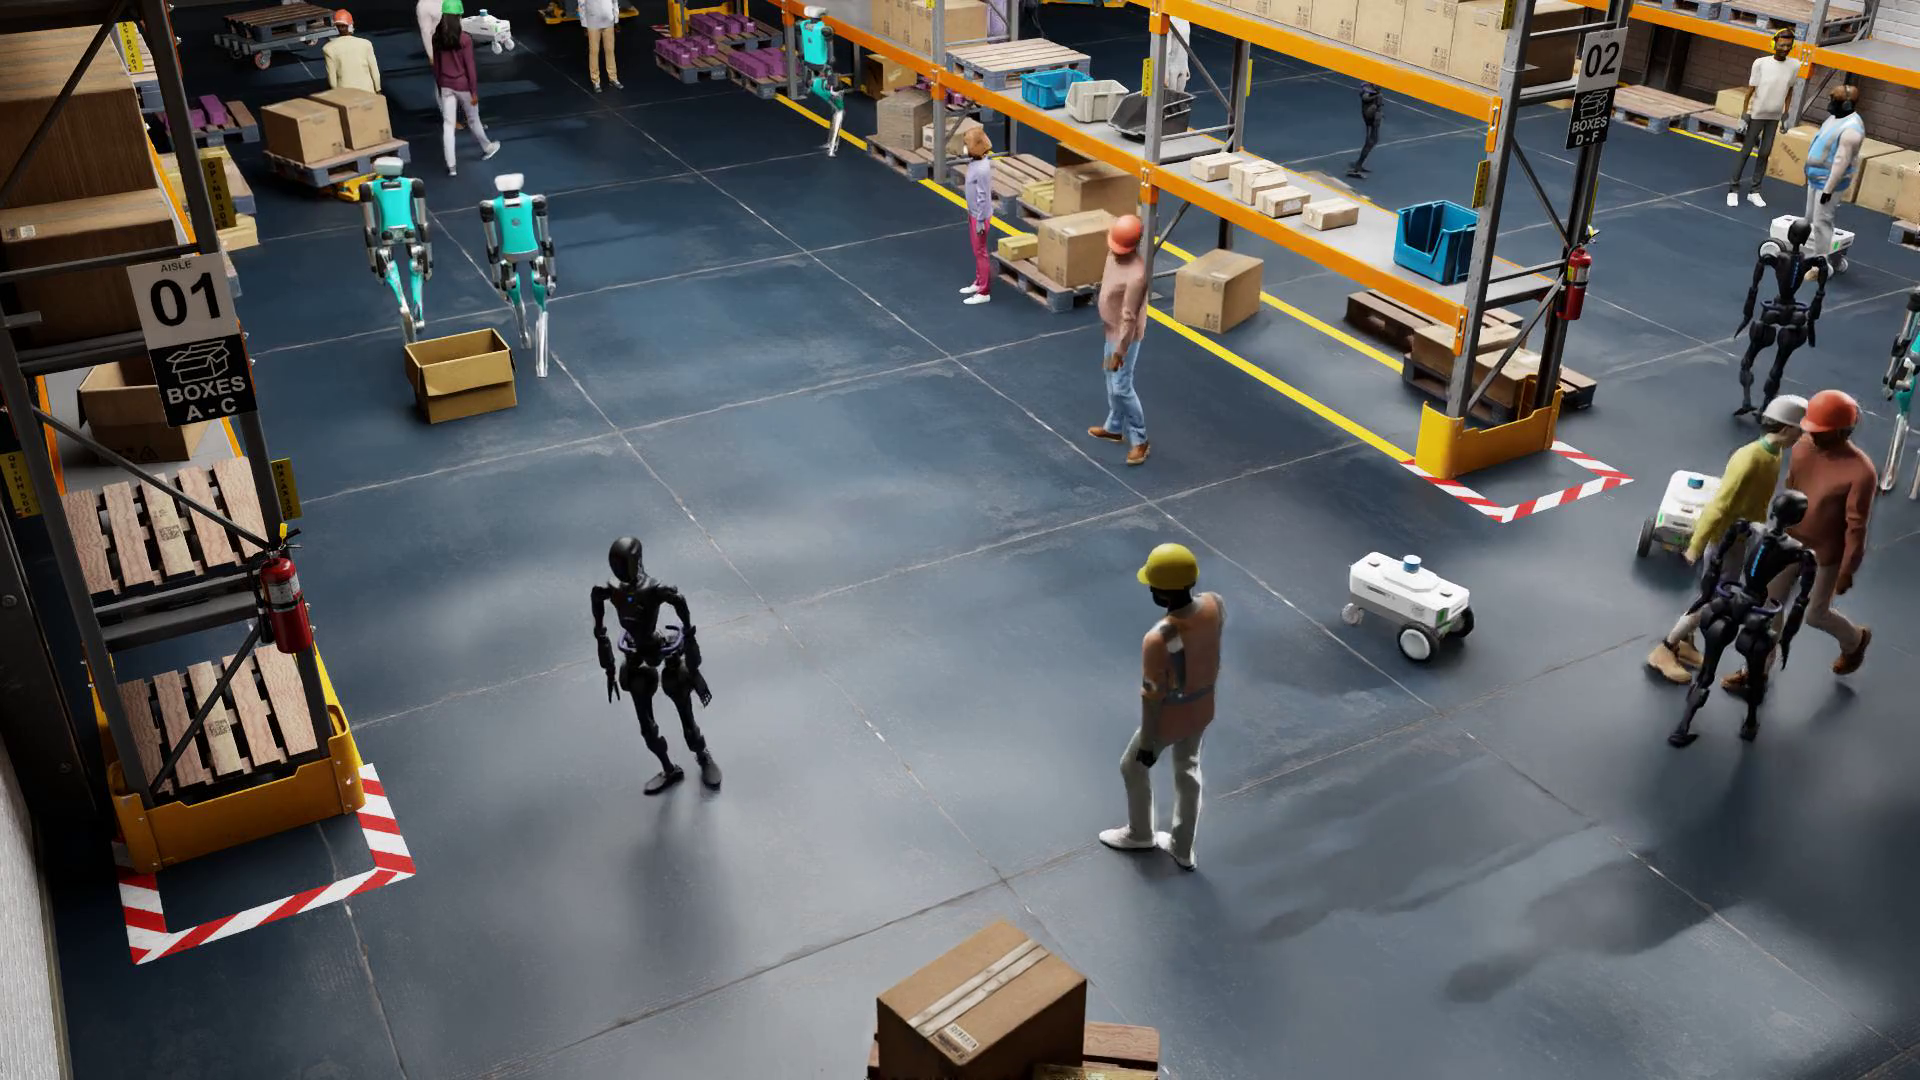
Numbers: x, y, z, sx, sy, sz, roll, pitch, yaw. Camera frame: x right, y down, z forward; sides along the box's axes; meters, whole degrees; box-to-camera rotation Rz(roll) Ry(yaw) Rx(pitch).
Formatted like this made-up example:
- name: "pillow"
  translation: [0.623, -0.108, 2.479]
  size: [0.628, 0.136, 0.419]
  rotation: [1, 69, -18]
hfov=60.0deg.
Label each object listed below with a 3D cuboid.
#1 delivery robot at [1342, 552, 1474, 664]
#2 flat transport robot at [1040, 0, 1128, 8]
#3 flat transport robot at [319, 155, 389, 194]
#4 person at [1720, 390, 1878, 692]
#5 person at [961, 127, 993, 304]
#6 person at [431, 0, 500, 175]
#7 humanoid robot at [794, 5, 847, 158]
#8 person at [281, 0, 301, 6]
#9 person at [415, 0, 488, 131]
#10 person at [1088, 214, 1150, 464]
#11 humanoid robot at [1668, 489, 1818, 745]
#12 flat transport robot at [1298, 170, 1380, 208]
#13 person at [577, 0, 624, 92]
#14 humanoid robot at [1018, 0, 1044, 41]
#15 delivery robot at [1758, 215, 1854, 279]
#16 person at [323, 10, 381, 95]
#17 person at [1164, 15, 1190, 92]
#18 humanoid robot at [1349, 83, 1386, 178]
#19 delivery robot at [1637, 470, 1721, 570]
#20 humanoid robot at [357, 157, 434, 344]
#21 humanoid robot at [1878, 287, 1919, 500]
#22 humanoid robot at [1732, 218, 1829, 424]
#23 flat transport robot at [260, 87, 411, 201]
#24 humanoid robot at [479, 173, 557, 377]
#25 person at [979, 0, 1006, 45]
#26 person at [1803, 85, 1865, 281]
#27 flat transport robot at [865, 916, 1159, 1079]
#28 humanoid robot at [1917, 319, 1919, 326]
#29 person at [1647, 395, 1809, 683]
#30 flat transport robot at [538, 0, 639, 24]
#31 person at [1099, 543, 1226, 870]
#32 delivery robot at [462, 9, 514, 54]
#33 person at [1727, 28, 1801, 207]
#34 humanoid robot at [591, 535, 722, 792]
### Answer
- name: "delivery robot"
  translation: [2.821, 0.389, 10.459]
  size: [0.811, 0.608, 0.499]
  rotation: [26, 39, 38]
- name: "flat transport robot"
  translation: [1.963, -8.684, 26.527]
  size: [1.431, 0.231, 0.659]
  rotation: [8, 31, 14]
- name: "flat transport robot"
  translation: [-6.780, -4.220, 18.756]
  size: [0.659, 0.231, 1.431]
  rotation: [-5, 30, -8]
- name: "person"
  translation: [5.049, 0.019, 9.686]
  size: [0.845, 1.950, 0.658]
  rotation: [-9, 31, -14]
- name: "person"
  translation: [0.156, -2.967, 15.212]
  size: [0.287, 1.628, 0.500]
  rotation: [-4, 30, -8]
- name: "person"
  translation: [-5.653, -5.123, 18.700]
  size: [0.532, 1.884, 1.066]
  rotation: [3, 30, 6]
- name: "humanoid robot"
  translation: [-1.478, -5.306, 19.169]
  size: [0.598, 1.771, 0.866]
  rotation: [20, 36, 31]
- name: "person"
  translation: [-10.148, -8.648, 24.927]
  size: [0.684, 1.802, 0.638]
  rotation: [13, 32, 21]
- name: "person"
  translation: [-6.068, -5.823, 19.892]
  size: [0.774, 1.914, 0.660]
  rotation: [20, 36, 31]
- name: "person"
  translation: [1.231, -1.532, 12.405]
  size: [0.411, 1.944, 0.729]
  rotation: [-4, 30, -6]
- name: "humanoid robot"
  translation: [4.386, 0.418, 9.301]
  size: [0.609, 1.637, 0.621]
  rotation: [-24, 38, -36]
- name: "flat transport robot"
  translation: [3.854, -3.653, 17.768]
  size: [0.659, 0.231, 1.431]
  rotation: [-9, 31, -16]
- name: "person"
  translation: [-4.691, -6.763, 21.691]
  size: [0.560, 1.751, 0.323]
  rotation: [-20, 35, -31]
- name: "humanoid robot"
  translation: [0.979, -7.648, 23.356]
  size: [0.699, 1.626, 0.598]
  rotation: [8, 31, 14]
- name: "delivery robot"
  translation: [8.242, -2.895, 16.175]
  size: [0.499, 0.607, 0.808]
  rotation: [-20, 36, -31]
- name: "person"
  translation: [-6.823, -5.091, 18.789]
  size: [0.561, 1.742, 0.334]
  rotation: [-10, 31, -17]
- name: "person"
  translation: [2.480, -5.466, 19.296]
  size: [0.355, 1.896, 0.561]
  rotation: [19, 35, 29]
- name: "humanoid robot"
  translation: [4.586, -4.862, 18.456]
  size: [0.354, 1.645, 0.599]
  rotation: [3, 30, 6]
- name: "delivery robot"
  translation: [5.000, -0.181, 11.423]
  size: [0.499, 0.580, 0.766]
  rotation: [15, 33, 25]
- name: "humanoid robot"
  translation: [-4.620, -2.218, 13.854]
  size: [0.539, 1.769, 1.030]
  rotation: [-11, 32, -18]
- name: "humanoid robot"
  translation: [6.956, -1.114, 11.916]
  size: [0.557, 1.837, 0.665]
  rotation: [26, 39, 37]
- name: "humanoid robot"
  translation: [6.384, -1.688, 12.931]
  size: [0.586, 1.643, 0.386]
  rotation: [6, 30, 10]
- name: "flat transport robot"
  translation: [-6.870, -4.046, 18.453]
  size: [1.431, 0.231, 0.659]
  rotation: [22, 36, 33]
- name: "humanoid robot"
  translation: [-3.660, -2.273, 13.931]
  size: [0.546, 1.805, 0.907]
  rotation: [-8, 31, -13]
- name: "person"
  translation: [0.387, -6.636, 21.380]
  size: [0.965, 1.846, 0.662]
  rotation: [26, 39, 37]
- name: "person"
  translation: [8.183, -3.380, 15.734]
  size: [0.431, 1.835, 0.623]
  rotation: [4, 30, 7]
- name: "flat transport robot"
  translation: [0.185, 2.606, 6.873]
  size: [0.659, 0.231, 1.431]
  rotation: [4, 30, 7]
- name: "humanoid robot"
  translation: [8.782, -2.501, 14.301]
  size: [0.551, 1.765, 0.968]
  rotation: [-3, 30, -6]
- name: "person"
  translation: [4.578, -0.006, 9.836]
  size: [0.526, 1.847, 0.476]
  rotation: [-26, 39, -38]
- name: "flat transport robot"
  translation: [-5.730, -8.166, 25.624]
  size: [1.431, 0.231, 0.659]
  rotation: [-12, 32, -19]
- name: "person"
  translation: [1.042, 0.819, 8.345]
  size: [0.668, 1.906, 0.526]
  rotation: [-24, 38, -36]
- name: "delivery robot"
  translation: [-6.790, -7.273, 23.787]
  size: [0.802, 0.598, 0.499]
  rotation: [14, 33, 23]
- name: "person"
  translation: [8.495, -4.445, 17.541]
  size: [0.527, 1.870, 0.319]
  rotation: [0, 30, 1]
- name: "humanoid robot"
  translation: [-1.611, 0.658, 8.850]
  size: [0.601, 1.634, 0.430]
  rotation: [2, 30, 4]
